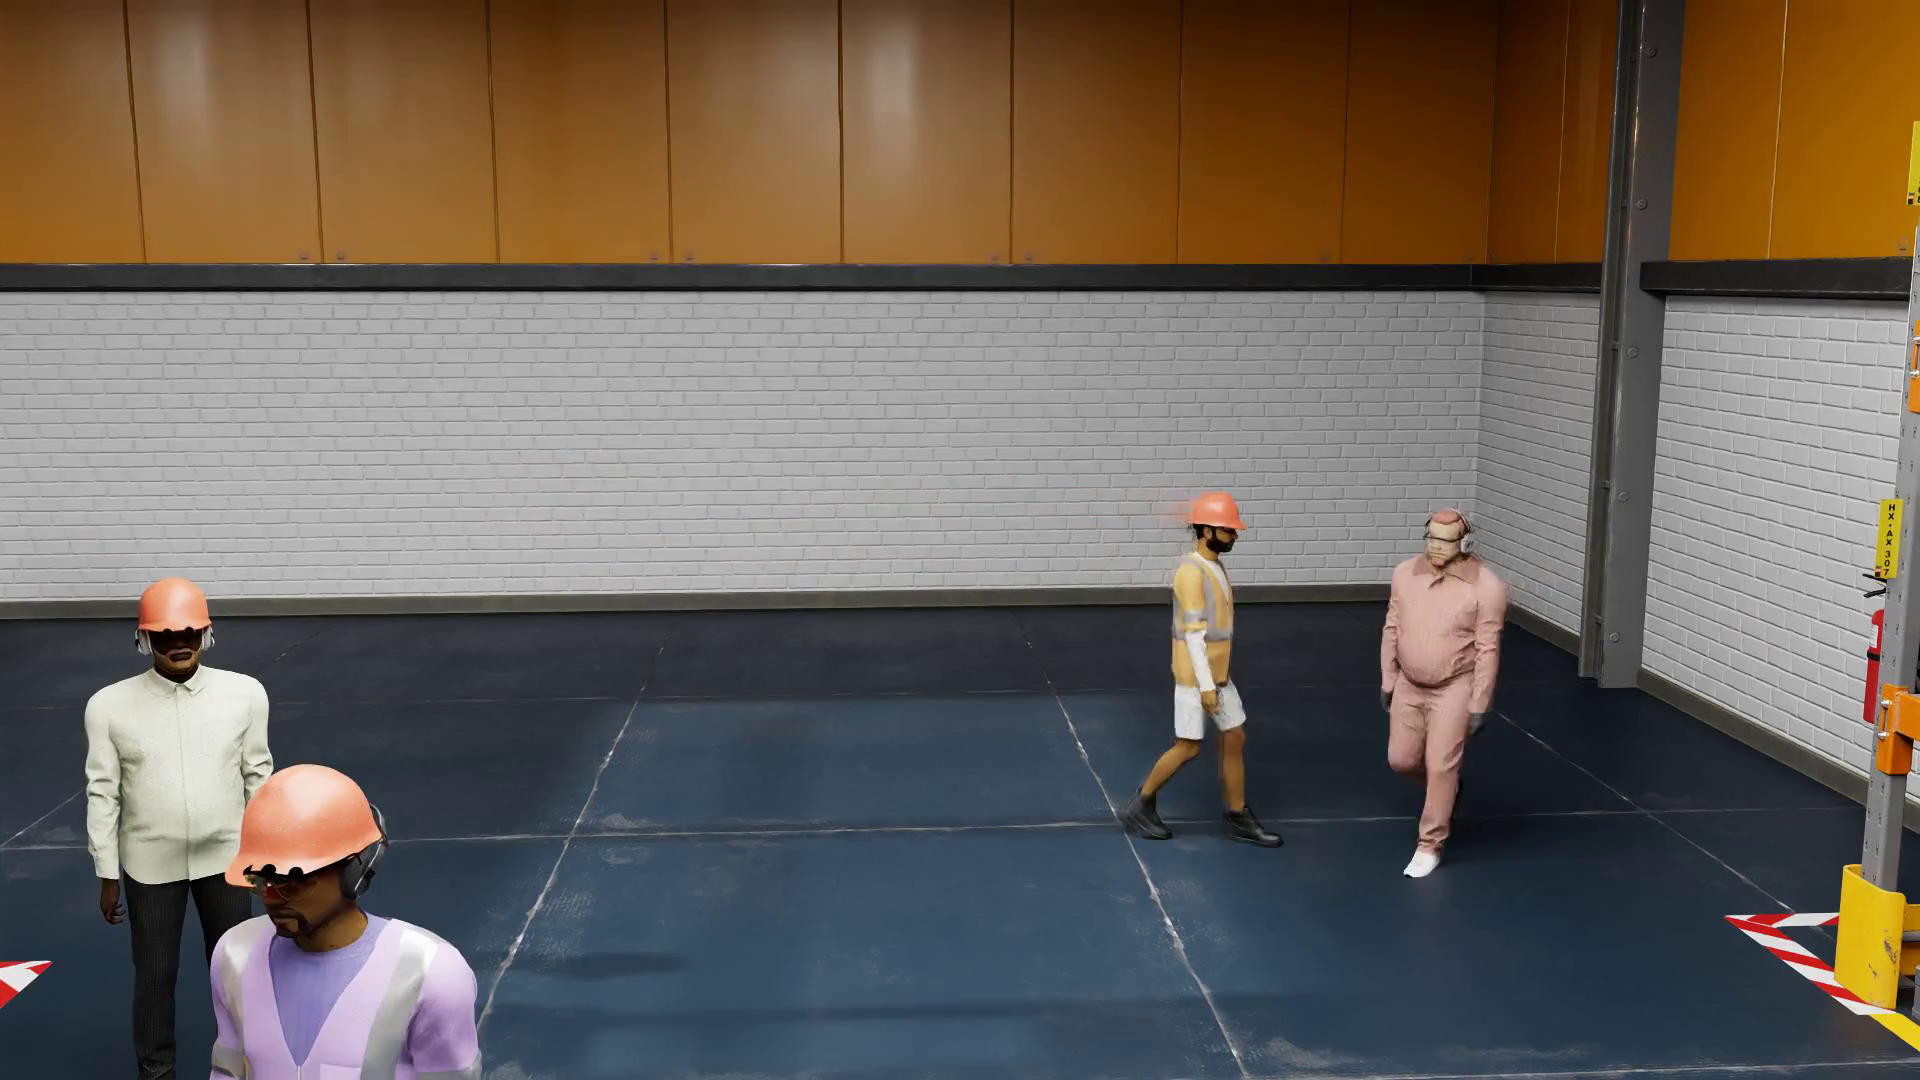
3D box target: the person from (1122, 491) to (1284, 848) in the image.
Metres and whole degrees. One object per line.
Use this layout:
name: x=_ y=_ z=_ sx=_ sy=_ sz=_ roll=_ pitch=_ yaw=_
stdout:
person: x=1.287 y=0.688 z=8.820 sx=0.834 sy=1.910 sz=0.553 roll=5 pitch=10 yaw=30

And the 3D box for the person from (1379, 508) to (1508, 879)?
person: x=2.478 y=0.751 z=8.514 sx=0.648 sy=1.885 sz=0.650 roll=-9 pitch=12 yaw=-43

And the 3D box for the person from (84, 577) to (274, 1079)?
person: x=-2.715 y=1.115 z=5.851 sx=0.612 sy=1.997 sz=0.375 roll=-6 pitch=11 yaw=-33

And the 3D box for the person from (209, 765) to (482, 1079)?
person: x=-1.314 y=1.464 z=3.519 sx=0.616 sy=2.041 sz=0.378 roll=2 pitch=9 yaw=12
